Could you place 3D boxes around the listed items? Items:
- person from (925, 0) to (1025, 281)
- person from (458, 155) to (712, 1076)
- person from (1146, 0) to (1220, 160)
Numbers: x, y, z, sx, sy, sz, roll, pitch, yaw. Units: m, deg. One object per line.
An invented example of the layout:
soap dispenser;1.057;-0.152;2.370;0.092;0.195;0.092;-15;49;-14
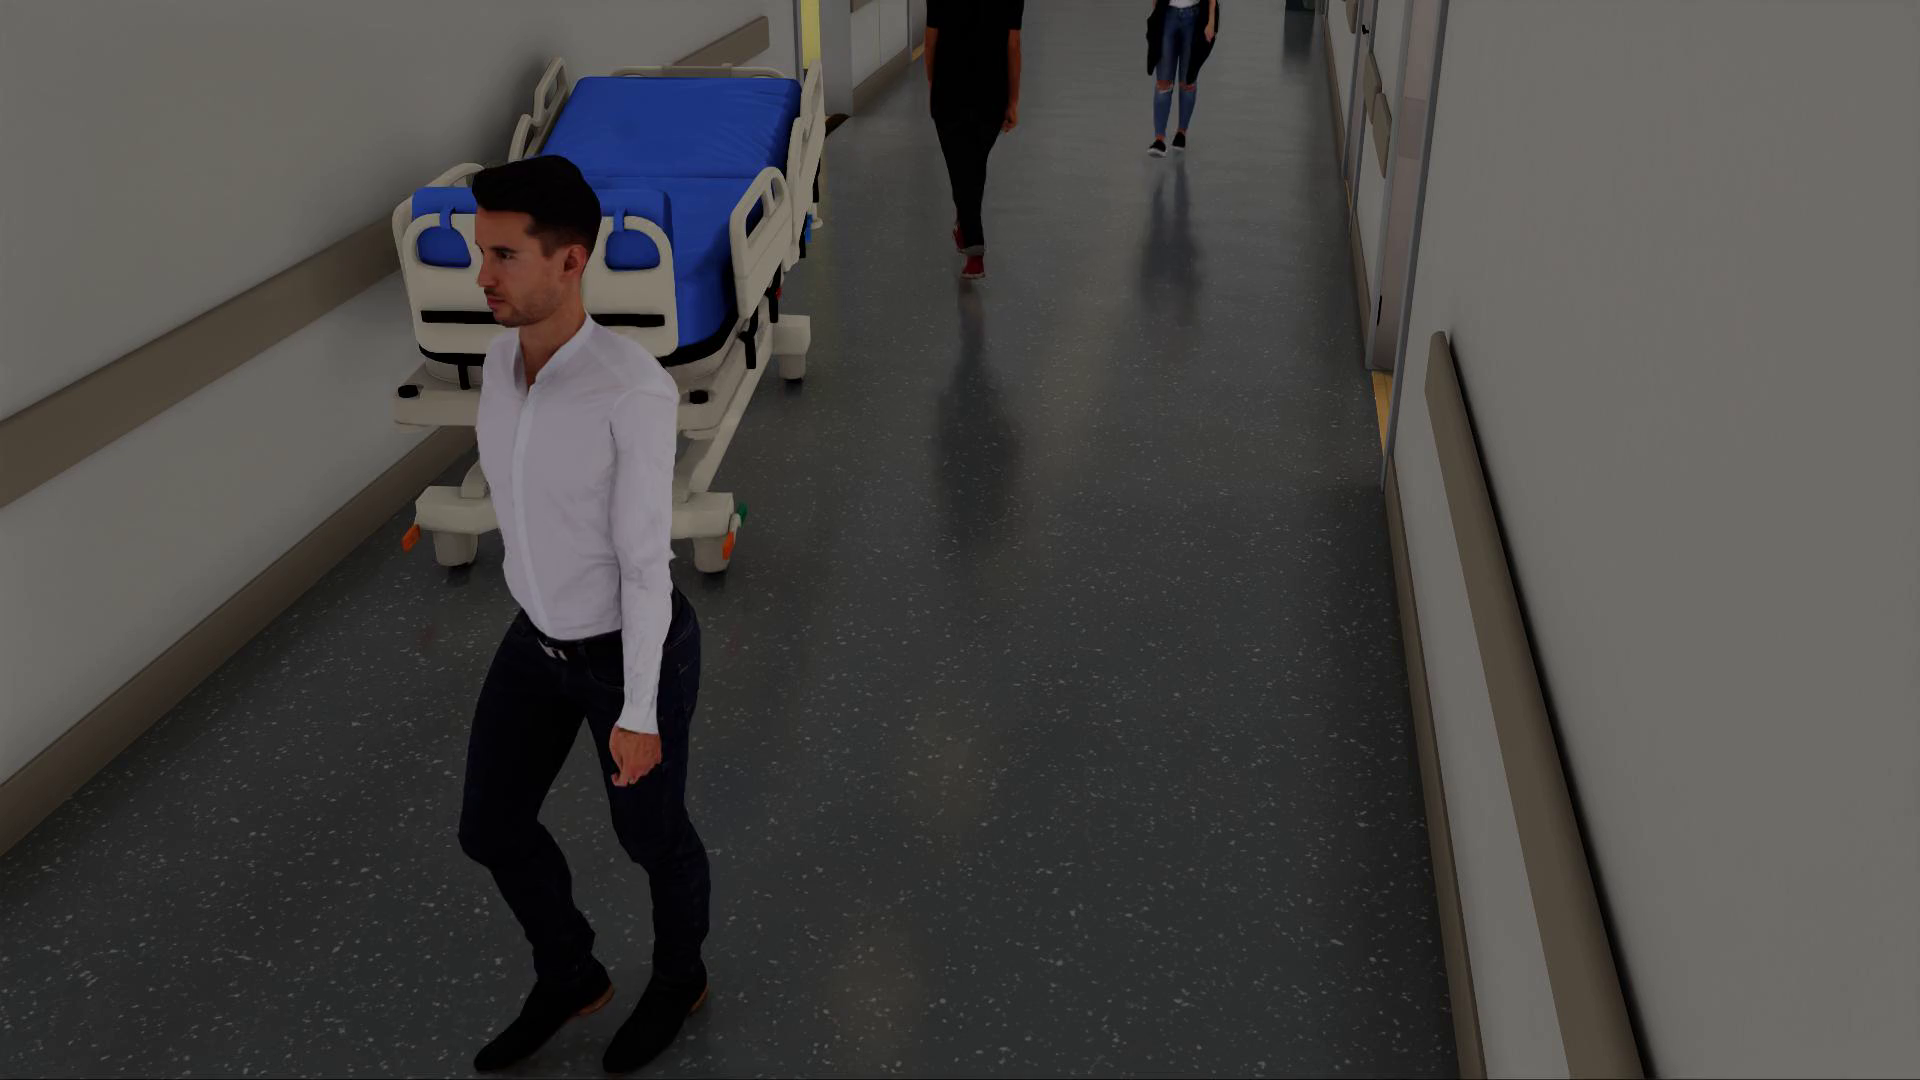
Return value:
person;0.053;-2.097;8.084;1.168;1.709;0.950;-4;26;-7
person;-0.625;0.178;3.193;0.760;1.858;0.818;15;30;28
person;1.446;-3.307;10.651;0.904;1.658;0.722;7;27;14
